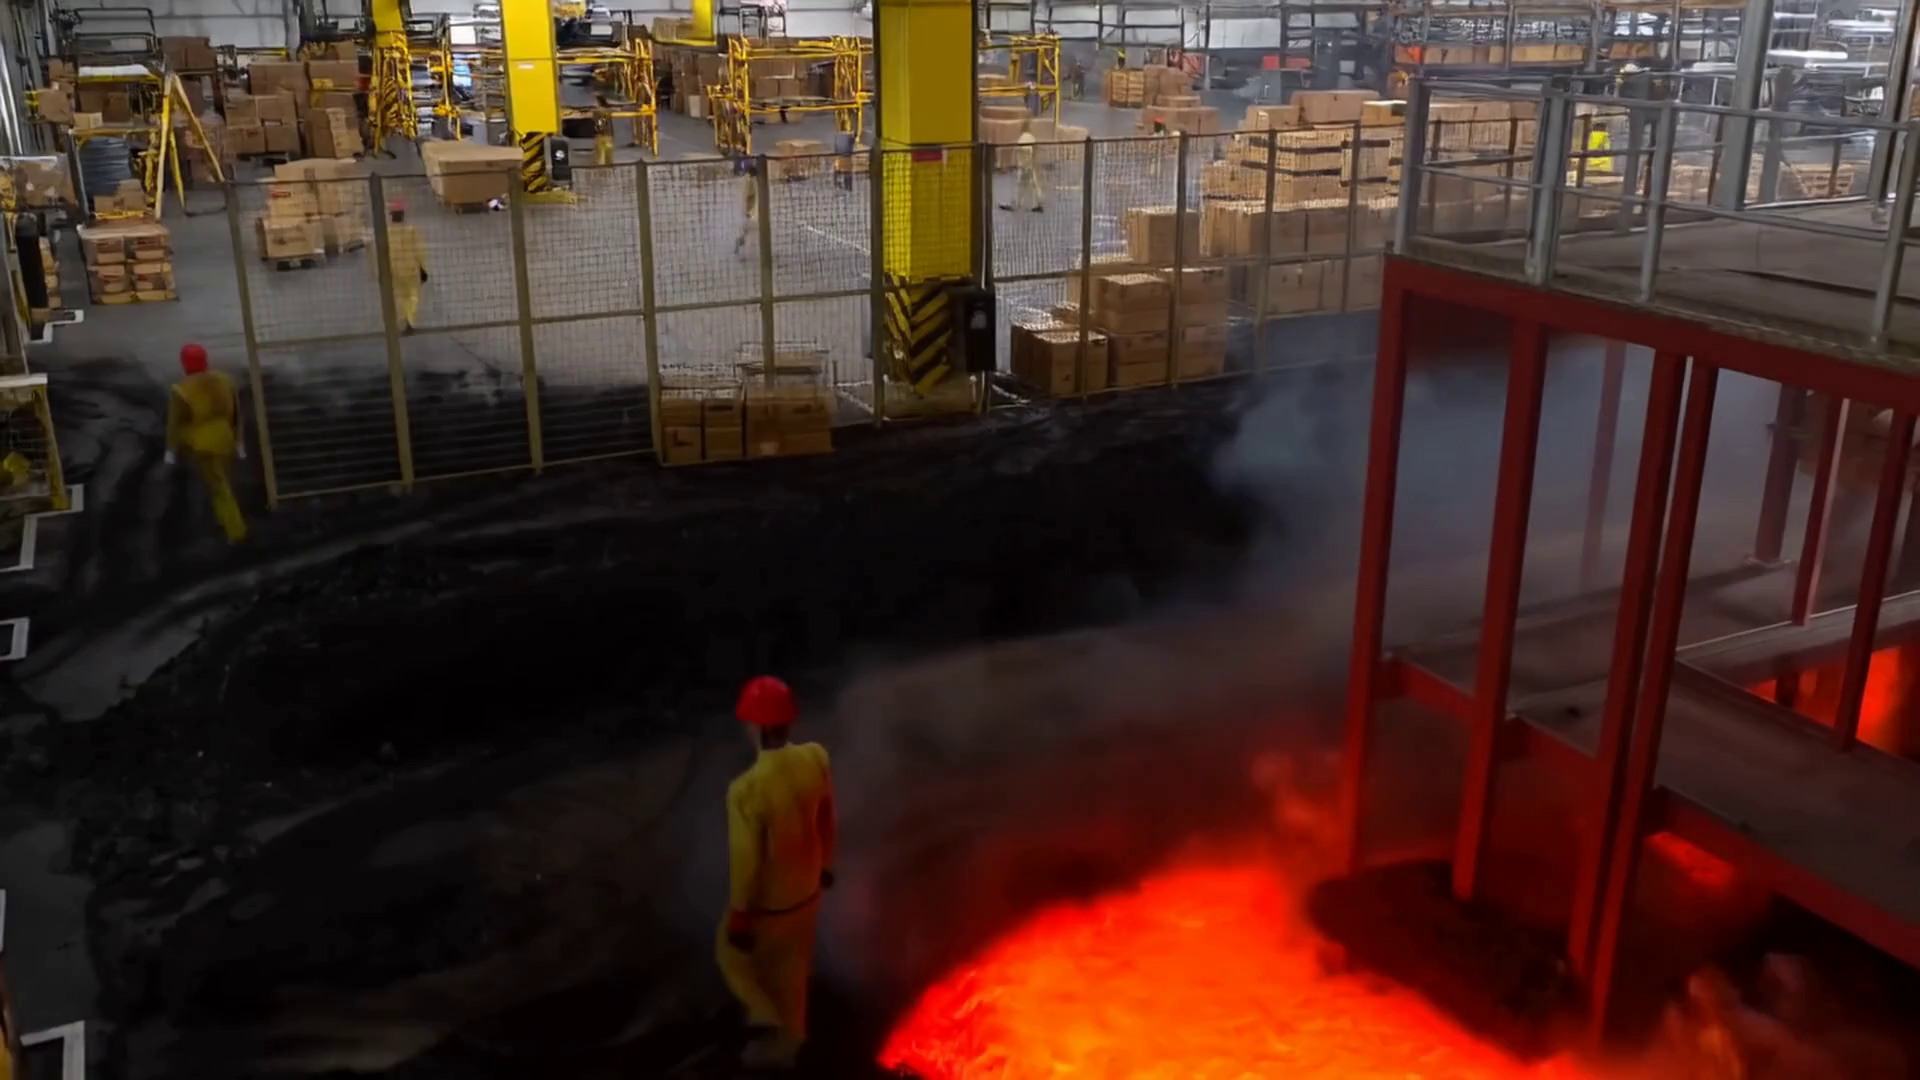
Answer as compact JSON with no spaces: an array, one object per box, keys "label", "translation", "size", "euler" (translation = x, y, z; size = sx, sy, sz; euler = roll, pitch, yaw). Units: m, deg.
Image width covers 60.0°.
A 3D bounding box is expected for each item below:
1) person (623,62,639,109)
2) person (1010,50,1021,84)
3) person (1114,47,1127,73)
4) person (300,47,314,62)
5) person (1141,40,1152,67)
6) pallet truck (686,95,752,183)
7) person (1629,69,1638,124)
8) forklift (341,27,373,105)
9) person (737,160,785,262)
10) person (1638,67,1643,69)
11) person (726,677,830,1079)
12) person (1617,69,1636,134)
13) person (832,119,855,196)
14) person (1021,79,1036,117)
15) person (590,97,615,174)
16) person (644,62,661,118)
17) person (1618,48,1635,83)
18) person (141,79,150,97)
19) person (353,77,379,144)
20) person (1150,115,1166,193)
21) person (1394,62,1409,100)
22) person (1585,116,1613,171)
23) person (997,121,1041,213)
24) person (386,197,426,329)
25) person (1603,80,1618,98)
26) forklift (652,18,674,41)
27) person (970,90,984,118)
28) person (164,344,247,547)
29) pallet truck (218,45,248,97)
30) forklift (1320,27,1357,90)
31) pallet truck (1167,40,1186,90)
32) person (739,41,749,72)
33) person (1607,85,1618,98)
[{"label":"person","translation":[-11.798,-16.447,59.770],"size":[0.547,1.938,0.377],"euler":[-17,25,-40]},{"label":"person","translation":[2.421,-20.830,72.924],"size":[0.513,1.641,0.309],"euler":[10,21,27]},{"label":"person","translation":[6.414,-18.884,66.911],"size":[0.598,1.895,0.720],"euler":[-13,23,-32]},{"label":"person","translation":[-27.189,-19.763,69.459],"size":[0.972,1.899,0.662],"euler":[11,22,29]},{"label":"person","translation":[8.284,-21.301,73.987],"size":[0.429,1.843,0.633],"euler":[8,21,23]},{"label":"pallet truck","translation":[-5.836,-9.608,39.856],"size":[0.823,1.965,1.885],"euler":[10,22,27]},{"label":"person","translation":[22.133,-14.554,54.557],"size":[0.355,1.755,0.518],"euler":[15,24,37]},{"label":"forklift","translation":[-22.275,-17.346,60.954],"size":[1.873,2.768,1.129],"euler":[-9,21,-25]},{"label":"person","translation":[-3.539,-5.723,28.919],"size":[0.978,1.793,0.640],"euler":[16,24,38]},{"label":"person","translation":[22.664,-14.976,55.803],"size":[0.768,1.738,0.524],"euler":[-7,20,-20]},{"label":"person","translation":[-0.786,1.555,7.524],"size":[0.532,1.978,0.620],"euler":[17,25,40]},{"label":"person","translation":[20.467,-13.472,51.142],"size":[0.639,1.942,1.051],"euler":[3,19,9]},{"label":"person","translation":[-2.612,-8.606,37.421],"size":[0.534,1.692,0.321],"euler":[6,20,18]},{"label":"person","translation":[1.957,-12.268,47.768],"size":[0.513,1.865,0.329],"euler":[-11,22,-30]},{"label":"person","translation":[-8.904,-10.020,41.234],"size":[0.738,1.887,0.519],"euler":[-13,23,-34]},{"label":"person","translation":[-10.585,-15.398,56.865],"size":[0.884,1.855,0.584],"euler":[14,23,34]},{"label":"person","translation":[29.316,-20.764,72.801],"size":[0.846,1.596,0.497],"euler":[3,19,10]},{"label":"person","translation":[-25.090,-13.432,51.498],"size":[0.523,1.631,0.323],"euler":[9,21,25]},{"label":"person","translation":[-17.348,-12.505,48.432],"size":[0.572,1.882,1.004],"euler":[-16,24,-38]},{"label":"person","translation":[4.520,-8.779,37.842],"size":[0.308,1.743,0.495],"euler":[3,19,9]},{"label":"person","translation":[14.257,-14.529,54.056],"size":[0.901,2.000,0.690],"euler":[5,20,14]},{"label":"person","translation":[13.737,-8.178,35.825],"size":[0.464,1.918,0.561],"euler":[-17,25,-40]},{"label":"person","translation":[1.278,-7.795,34.764],"size":[1.001,1.885,0.659],"euler":[10,21,26]},{"label":"person","translation":[-7.745,-3.782,23.103],"size":[0.591,1.911,0.571],"euler":[-2,19,-5]},{"label":"person","translation":[18.808,-12.513,48.320],"size":[0.361,1.964,0.614],"euler":[-4,19,-10]},{"label":"forklift","translation":[-12.849,-21.249,72.267],"size":[1.873,2.768,1.129],"euler":[14,24,36]},{"label":"person","translation":[0.483,-12.342,48.047],"size":[0.832,1.811,0.534],"euler":[14,23,35]},{"label":"person","translation":[-6.759,-0.852,14.763],"size":[0.947,1.794,0.621],"euler":[9,21,24]},{"label":"pallet truck","translation":[-28.879,-18.665,66.111],"size":[0.823,1.965,1.885],"euler":[-3,19,-9]},{"label":"forklift","translation":[13.611,-17.410,61.139],"size":[1.873,2.768,1.129],"euler":[-9,21,-25]},{"label":"pallet truck","translation":[9.045,-19.971,69.895],"size":[0.823,1.965,1.885],"euler":[-3,19,-8]},{"label":"person","translation":[-9.259,-20.385,71.185],"size":[0.634,1.937,0.355],"euler":[-6,20,-18]},{"label":"person","translation":[17.758,-11.483,45.497],"size":[0.521,1.864,0.334],"euler":[-8,21,-22]}]
